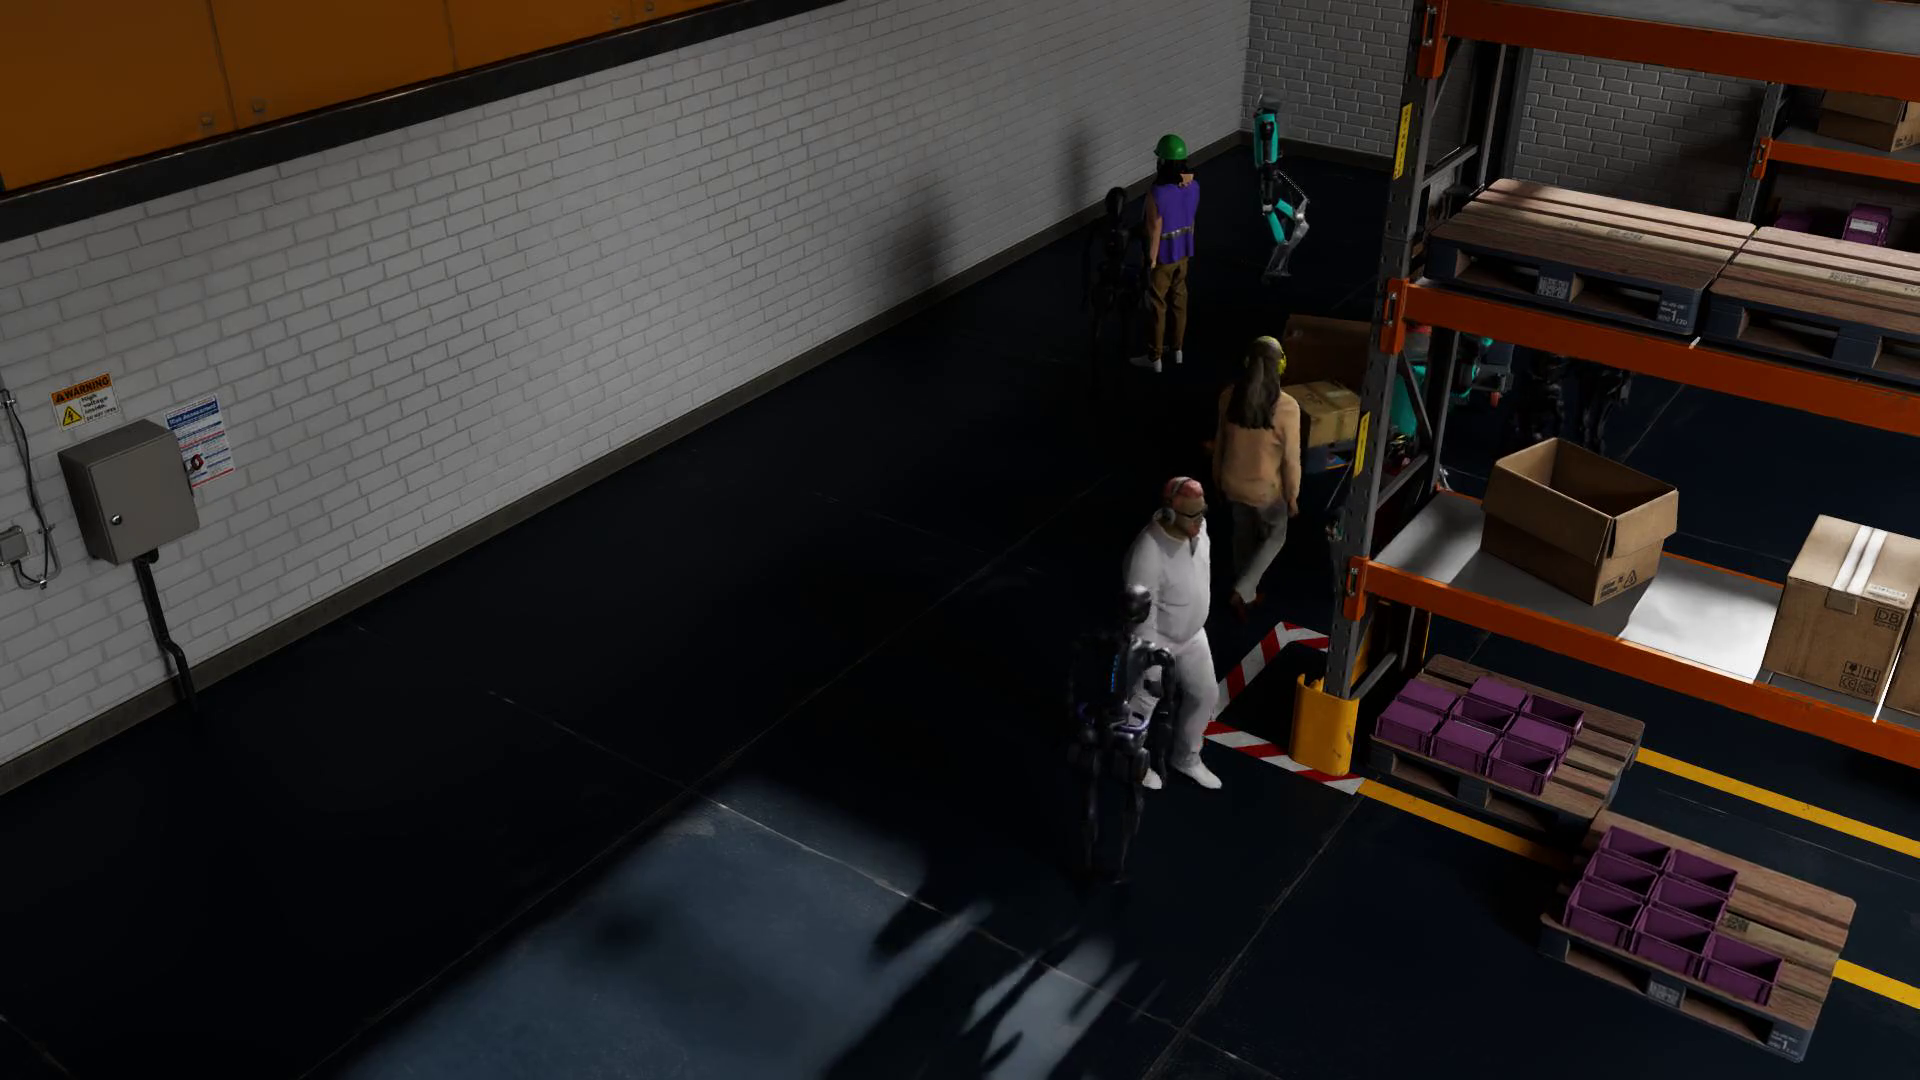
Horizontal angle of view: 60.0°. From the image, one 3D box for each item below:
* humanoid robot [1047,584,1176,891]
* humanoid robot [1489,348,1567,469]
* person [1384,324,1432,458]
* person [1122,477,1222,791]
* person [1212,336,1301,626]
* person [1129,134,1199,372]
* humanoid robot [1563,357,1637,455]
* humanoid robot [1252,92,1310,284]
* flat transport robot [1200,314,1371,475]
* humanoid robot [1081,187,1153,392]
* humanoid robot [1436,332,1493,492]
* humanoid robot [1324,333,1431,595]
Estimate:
[{"bbox_3d":[0.701,0.970,7.963,0.605,1.634,0.461,10,32,17],"label":"humanoid robot"},{"bbox_3d":[3.525,-0.495,10.507,0.713,1.633,0.601,-6,31,-11],"label":"humanoid robot"},{"bbox_3d":[2.852,-0.559,10.555,0.803,1.710,0.583,-16,34,-26],"label":"person"},{"bbox_3d":[1.119,0.531,8.497,0.703,1.882,0.675,23,37,34],"label":"person"},{"bbox_3d":[1.751,-0.322,10.009,0.566,1.858,0.554,20,35,31],"label":"person"},{"bbox_3d":[1.661,-2.291,13.350,0.548,1.930,0.404,-24,37,-35],"label":"person"},{"bbox_3d":[4.491,-1.190,11.683,0.424,1.651,0.590,-15,33,-24],"label":"humanoid robot"},{"bbox_3d":[2.960,-3.128,15.033,0.765,1.810,0.539,3,30,4],"label":"humanoid robot"},{"bbox_3d":[2.563,-0.712,12.275,1.431,0.231,0.659,-12,32,-19],"label":"flat transport robot"},{"bbox_3d":[1.232,-1.941,13.004,0.600,1.648,0.534,11,32,18],"label":"humanoid robot"},{"bbox_3d":[3.390,-1.192,11.635,0.676,1.791,0.546,13,32,21],"label":"humanoid robot"},{"bbox_3d":[2.509,-0.368,10.301,0.763,1.864,0.533,-6,31,-11],"label":"humanoid robot"}]
